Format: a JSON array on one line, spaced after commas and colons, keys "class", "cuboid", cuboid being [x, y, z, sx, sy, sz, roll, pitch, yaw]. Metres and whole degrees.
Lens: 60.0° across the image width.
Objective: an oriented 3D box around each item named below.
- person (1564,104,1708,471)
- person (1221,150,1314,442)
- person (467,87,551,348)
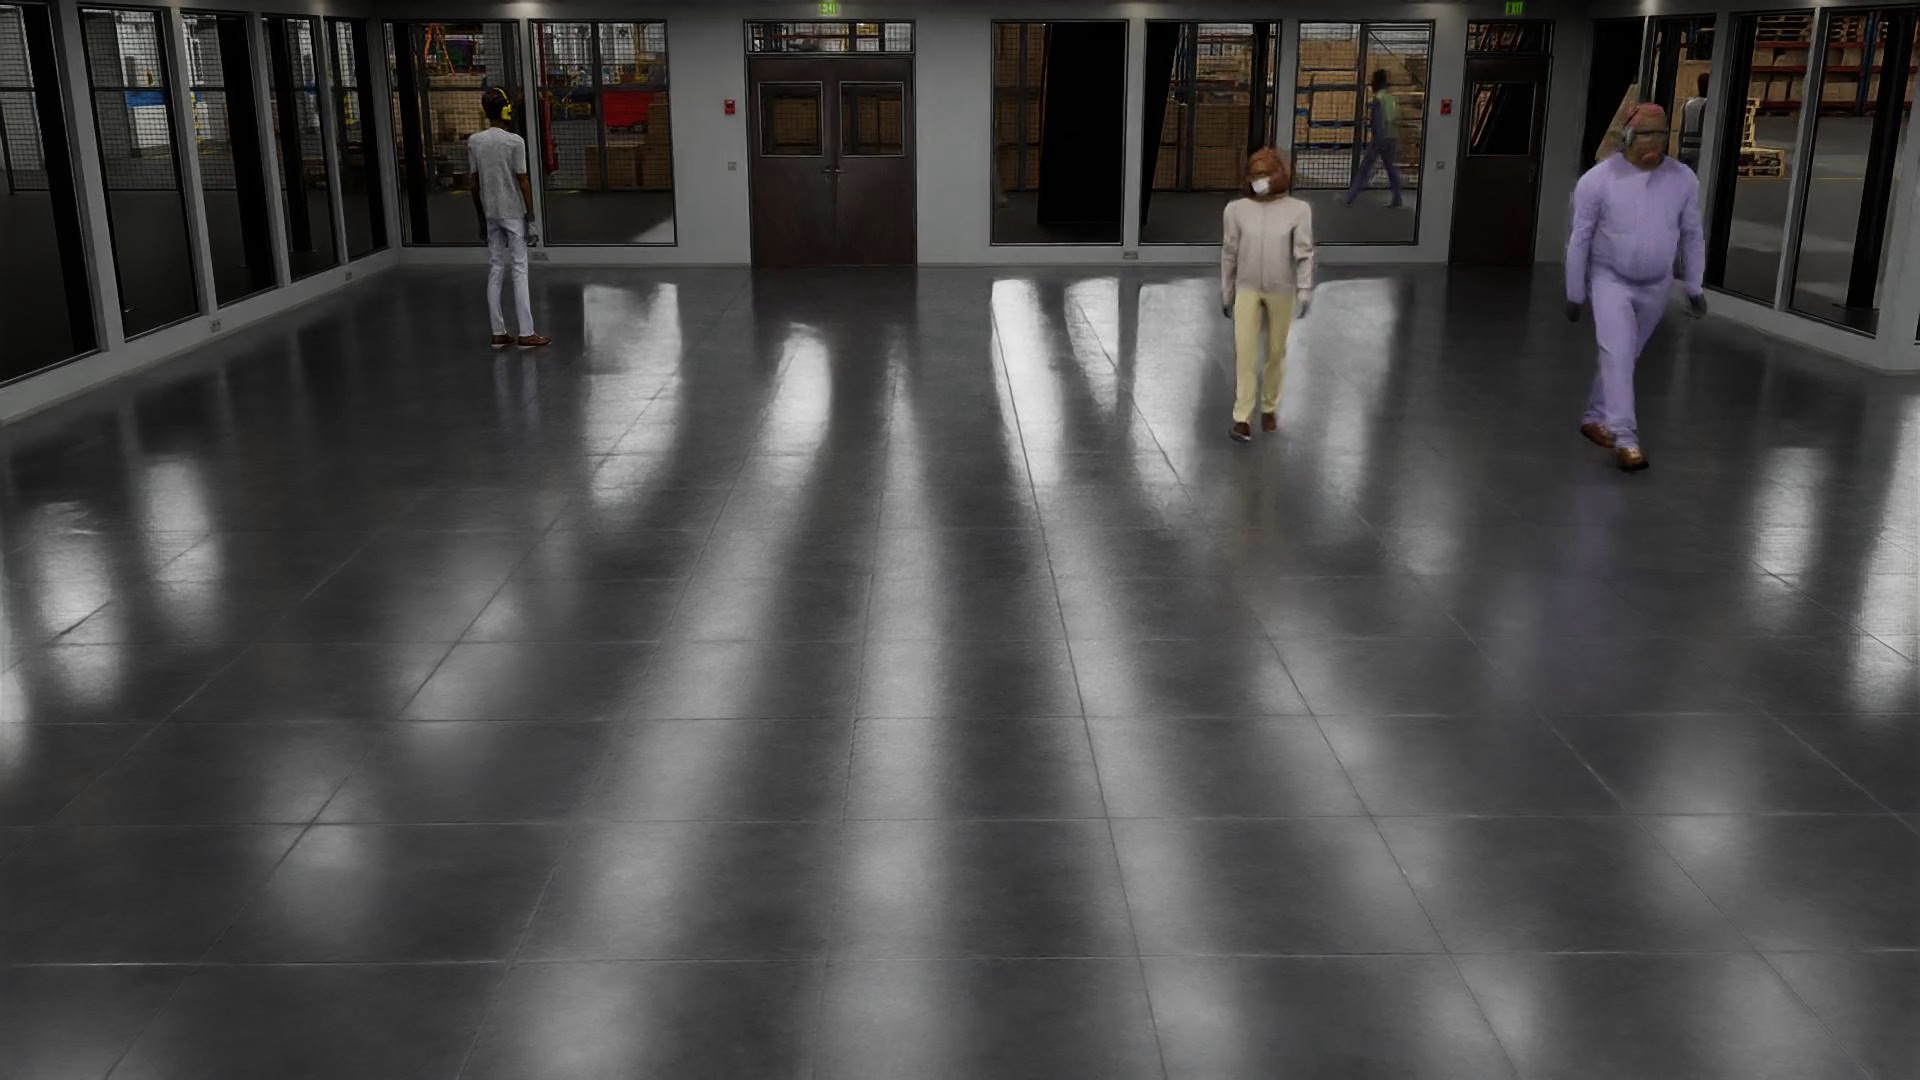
[{"class": "person", "cuboid": [3.537, -1.331, 8.742, 0.647, 1.855, 1.001, -1, 16, -5]}, {"class": "person", "cuboid": [1.679, -1.336, 9.203, 0.509, 1.588, 0.818, 4, 17, 12]}, {"class": "person", "cuboid": [-3.298, -2.333, 12.112, 0.510, 1.872, 0.328, 6, 17, 19]}]
